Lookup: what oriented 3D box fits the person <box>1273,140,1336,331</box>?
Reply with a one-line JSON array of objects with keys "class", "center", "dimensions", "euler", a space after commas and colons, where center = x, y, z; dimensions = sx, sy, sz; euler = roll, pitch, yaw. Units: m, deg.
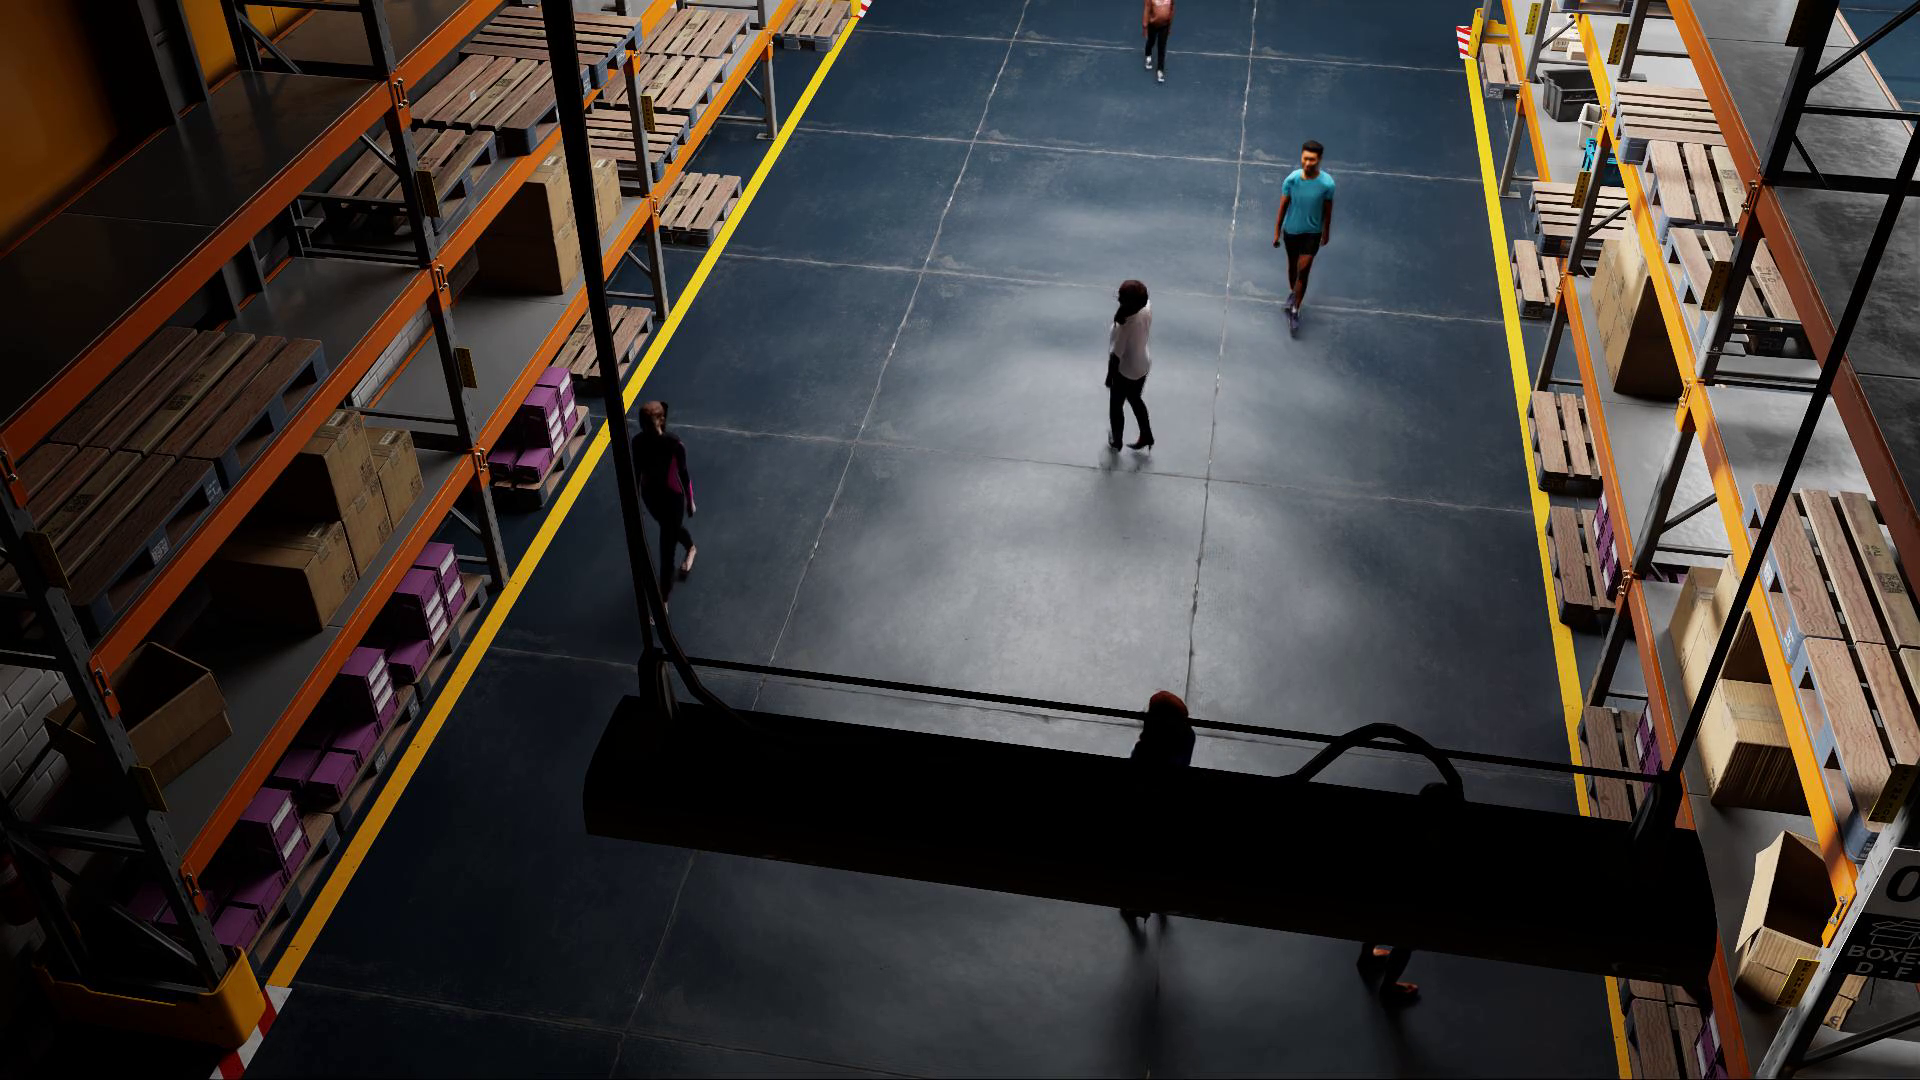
[{"class": "person", "center": [3.197, -2.905, 15.437], "dimensions": [0.743, 1.749, 0.973], "euler": [13, 41, 16]}]

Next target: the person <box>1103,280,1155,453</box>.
[{"class": "person", "center": [1.380, -1.355, 13.495], "dimensions": [0.727, 1.751, 0.828], "euler": [-29, 47, -32]}]

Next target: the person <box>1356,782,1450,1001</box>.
[{"class": "person", "center": [2.535, 1.963, 9.430], "dimensions": [0.805, 1.640, 0.673], "euler": [-13, 40, -16]}]

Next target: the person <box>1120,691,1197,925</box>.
[{"class": "person", "center": [1.151, 1.582, 9.755], "dimensions": [0.709, 1.829, 0.763], "euler": [-22, 44, -25]}]

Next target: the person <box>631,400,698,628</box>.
[{"class": "person", "center": [-2.143, -0.315, 12.240], "dimensions": [0.646, 1.693, 1.177], "euler": [9, 40, 11]}]

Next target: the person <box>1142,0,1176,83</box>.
[{"class": "person", "center": [2.371, -6.210, 19.984], "dimensions": [0.691, 1.240, 0.956], "euler": [-3, 39, -4]}]
